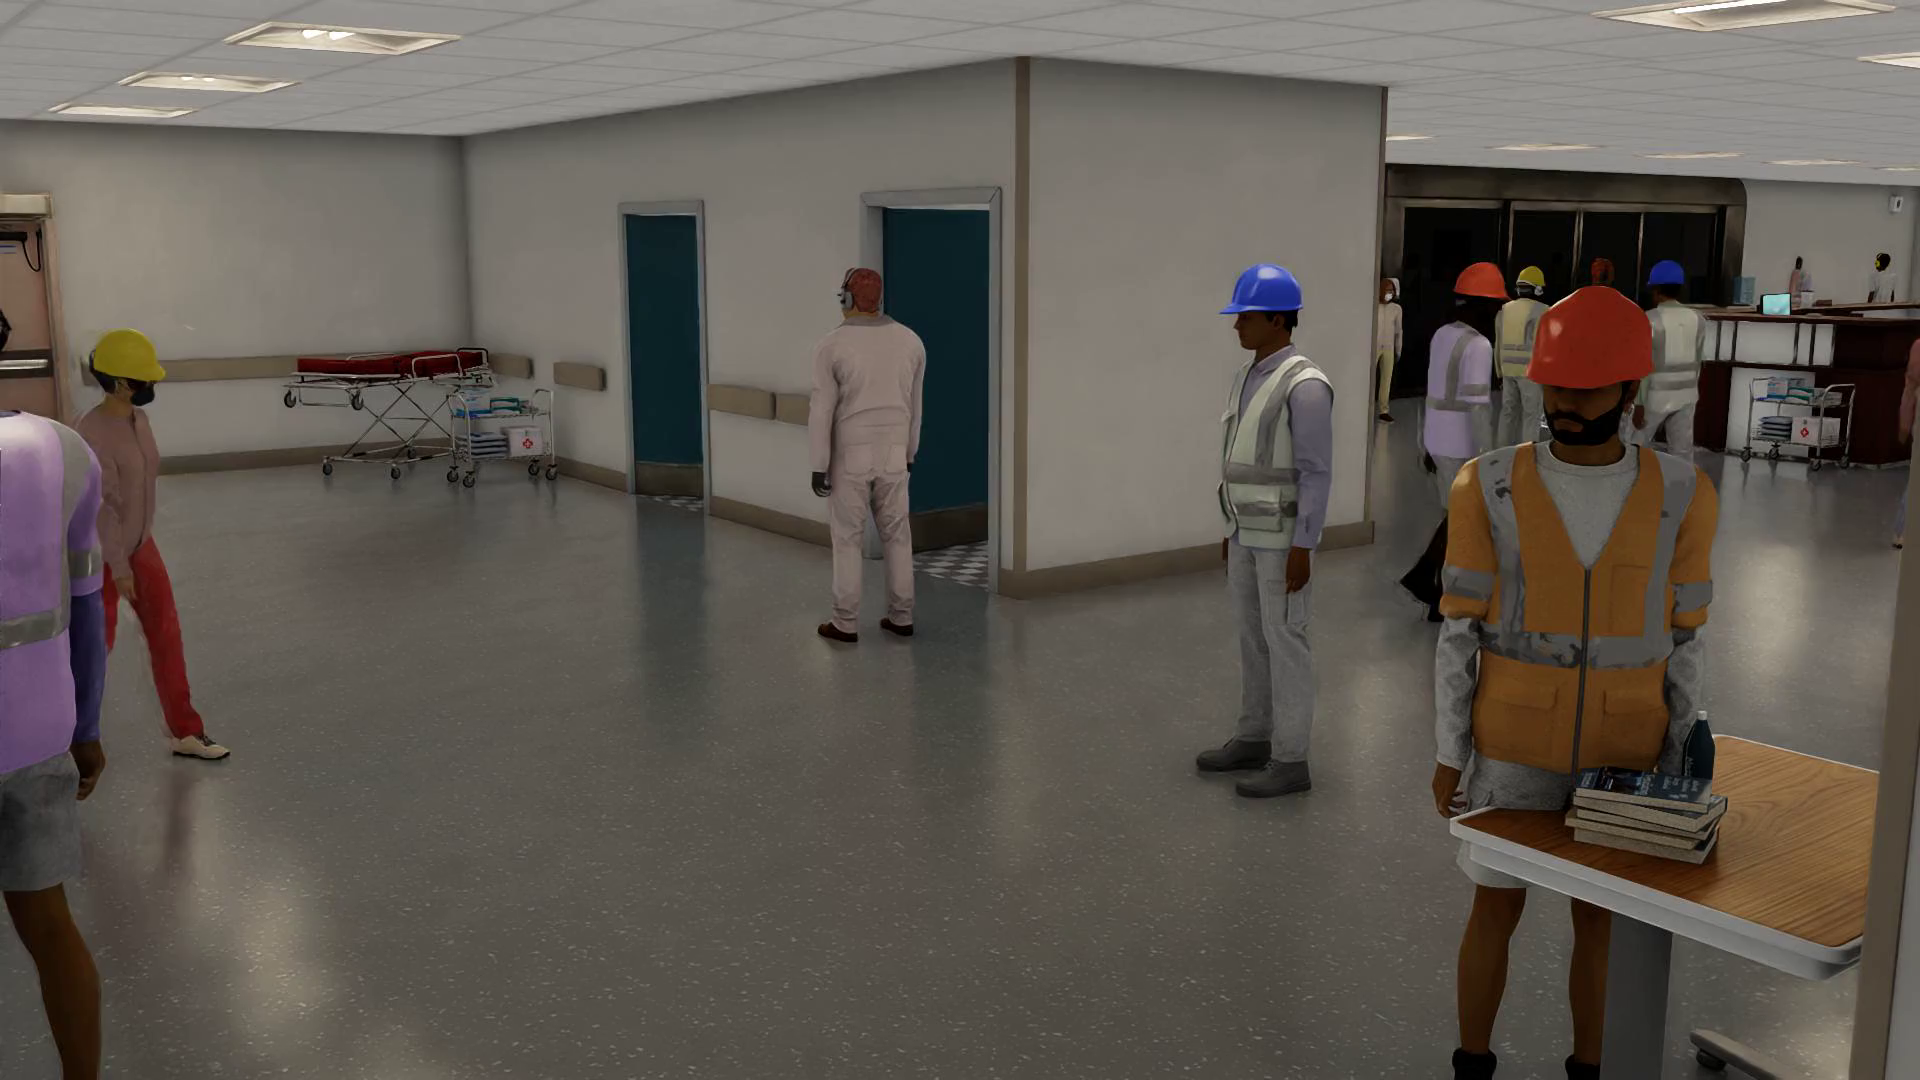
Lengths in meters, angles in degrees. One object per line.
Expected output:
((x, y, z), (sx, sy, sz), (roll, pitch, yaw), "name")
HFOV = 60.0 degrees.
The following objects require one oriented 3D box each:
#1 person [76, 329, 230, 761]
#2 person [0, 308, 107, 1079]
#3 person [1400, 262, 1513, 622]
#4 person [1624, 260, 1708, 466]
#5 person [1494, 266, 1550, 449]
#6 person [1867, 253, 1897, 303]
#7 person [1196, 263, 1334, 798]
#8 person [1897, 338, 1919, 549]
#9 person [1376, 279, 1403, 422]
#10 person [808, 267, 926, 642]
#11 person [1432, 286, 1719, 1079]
((-3.289, 0.036, 6.409), (0.765, 1.708, 0.537), (1, 10, 4), "person")
((-2.043, 0.408, 3.432), (0.404, 2.030, 0.619), (3, 11, 18), "person")
((2.676, -0.503, 8.832), (0.408, 1.920, 0.585), (-1, 10, -7), "person")
((4.924, -1.006, 11.722), (0.629, 1.896, 0.926), (-3, 10, -14), "person")
((4.971, -1.487, 14.641), (0.403, 1.824, 0.601), (-6, 12, -30), "person")
((14.592, -3.620, 26.441), (0.513, 1.872, 0.328), (-3, 10, -14), "person")
((1.130, -0.034, 6.130), (0.395, 1.945, 0.618), (-3, 11, -16), "person")
((6.350, -0.753, 10.707), (0.545, 1.742, 0.609), (-4, 11, -19), "person")
((4.781, -2.146, 18.882), (0.505, 1.628, 0.286), (-2, 10, -12), "person")
((-0.493, -0.427, 8.483), (0.654, 1.901, 0.406), (-6, 12, -31), "person")
((1.292, 0.435, 3.542), (0.551, 1.932, 0.366), (2, 10, 12), "person")
